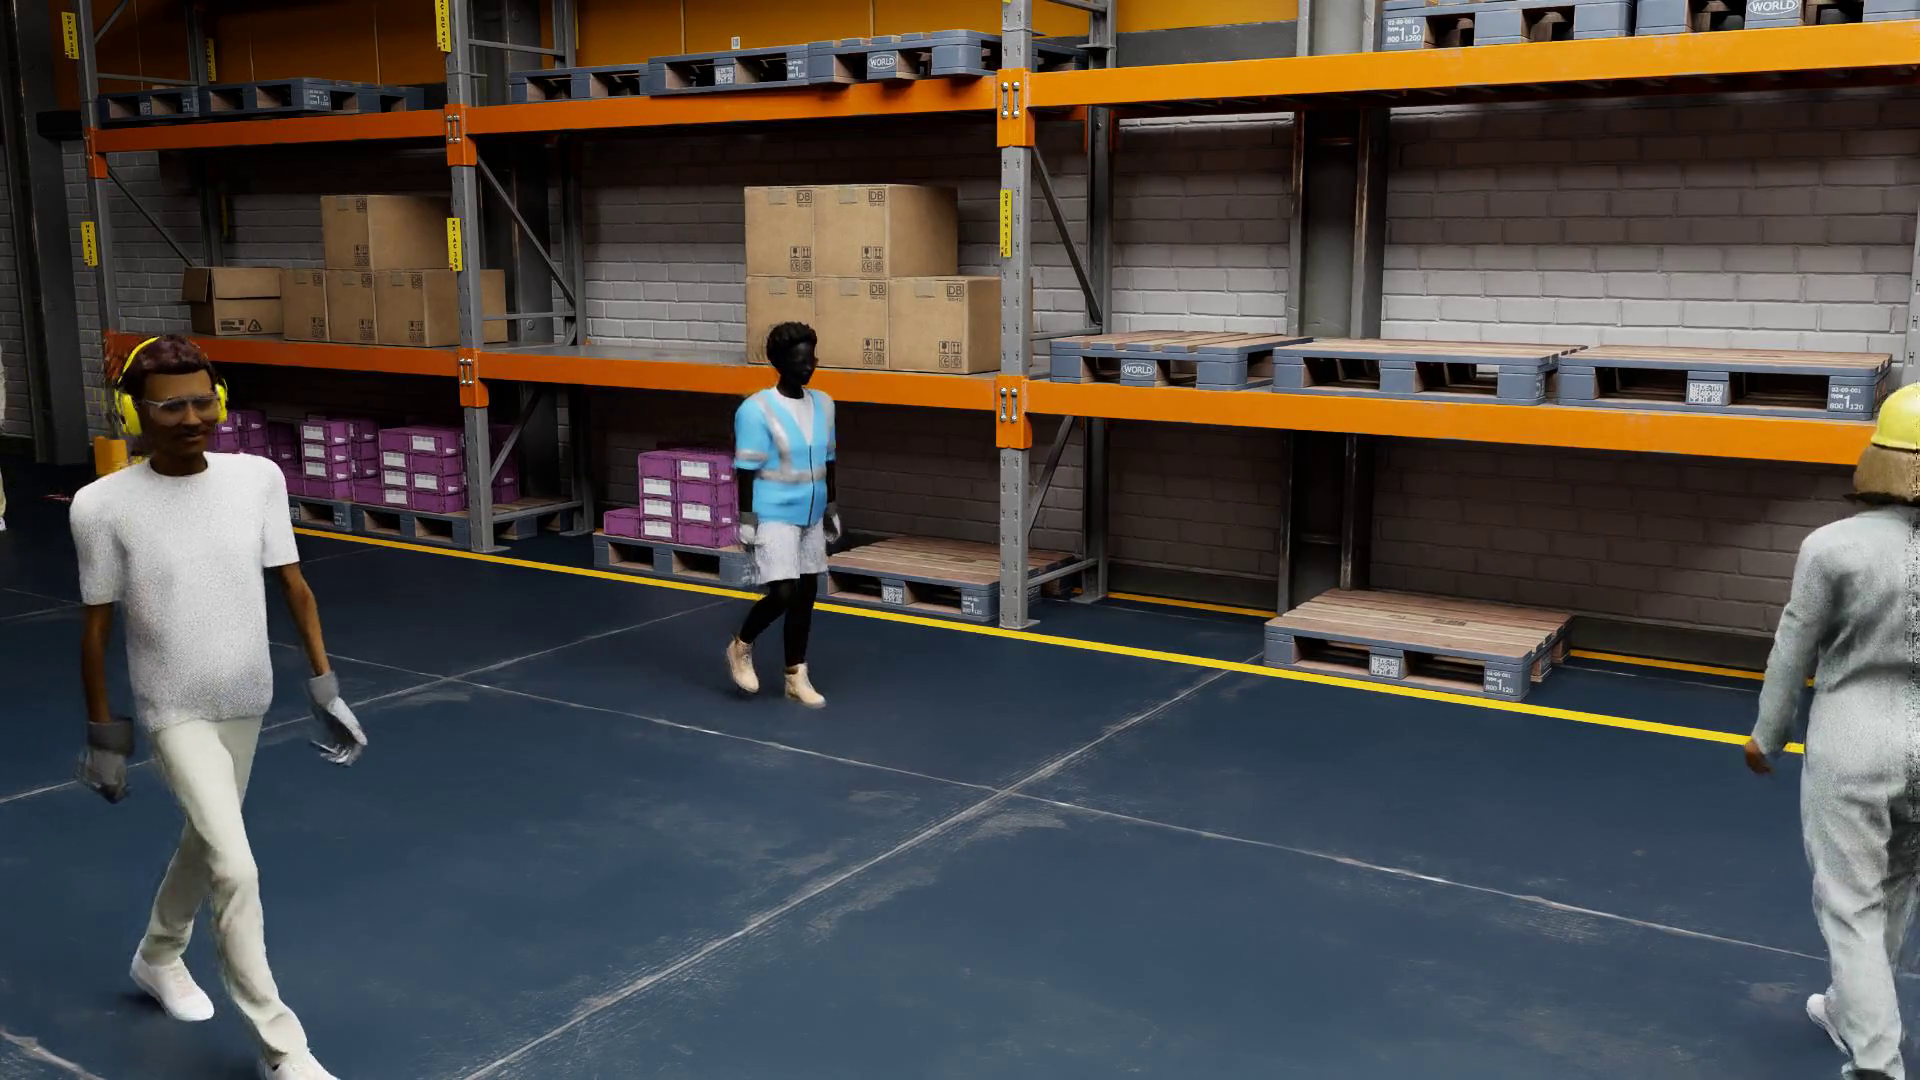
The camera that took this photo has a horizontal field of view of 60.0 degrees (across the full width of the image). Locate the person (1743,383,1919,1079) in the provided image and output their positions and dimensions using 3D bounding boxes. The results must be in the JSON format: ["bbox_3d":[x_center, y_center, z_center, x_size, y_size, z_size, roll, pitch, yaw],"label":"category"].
[{"bbox_3d":[2.138,0.485,3.868,0.491,1.709,0.776,0,10,2],"label":"person"}]

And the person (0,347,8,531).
[{"bbox_3d":[-6.877,-0.858,11.525,0.511,1.630,0.269,-3,11,-16],"label":"person"}]

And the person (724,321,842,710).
[{"bbox_3d":[-0.765,-0.103,7.171,0.407,1.681,0.544,8,13,39],"label":"person"}]

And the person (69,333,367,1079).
[{"bbox_3d":[-1.838,0.404,4.034,1.001,1.825,0.524,7,12,34],"label":"person"}]
